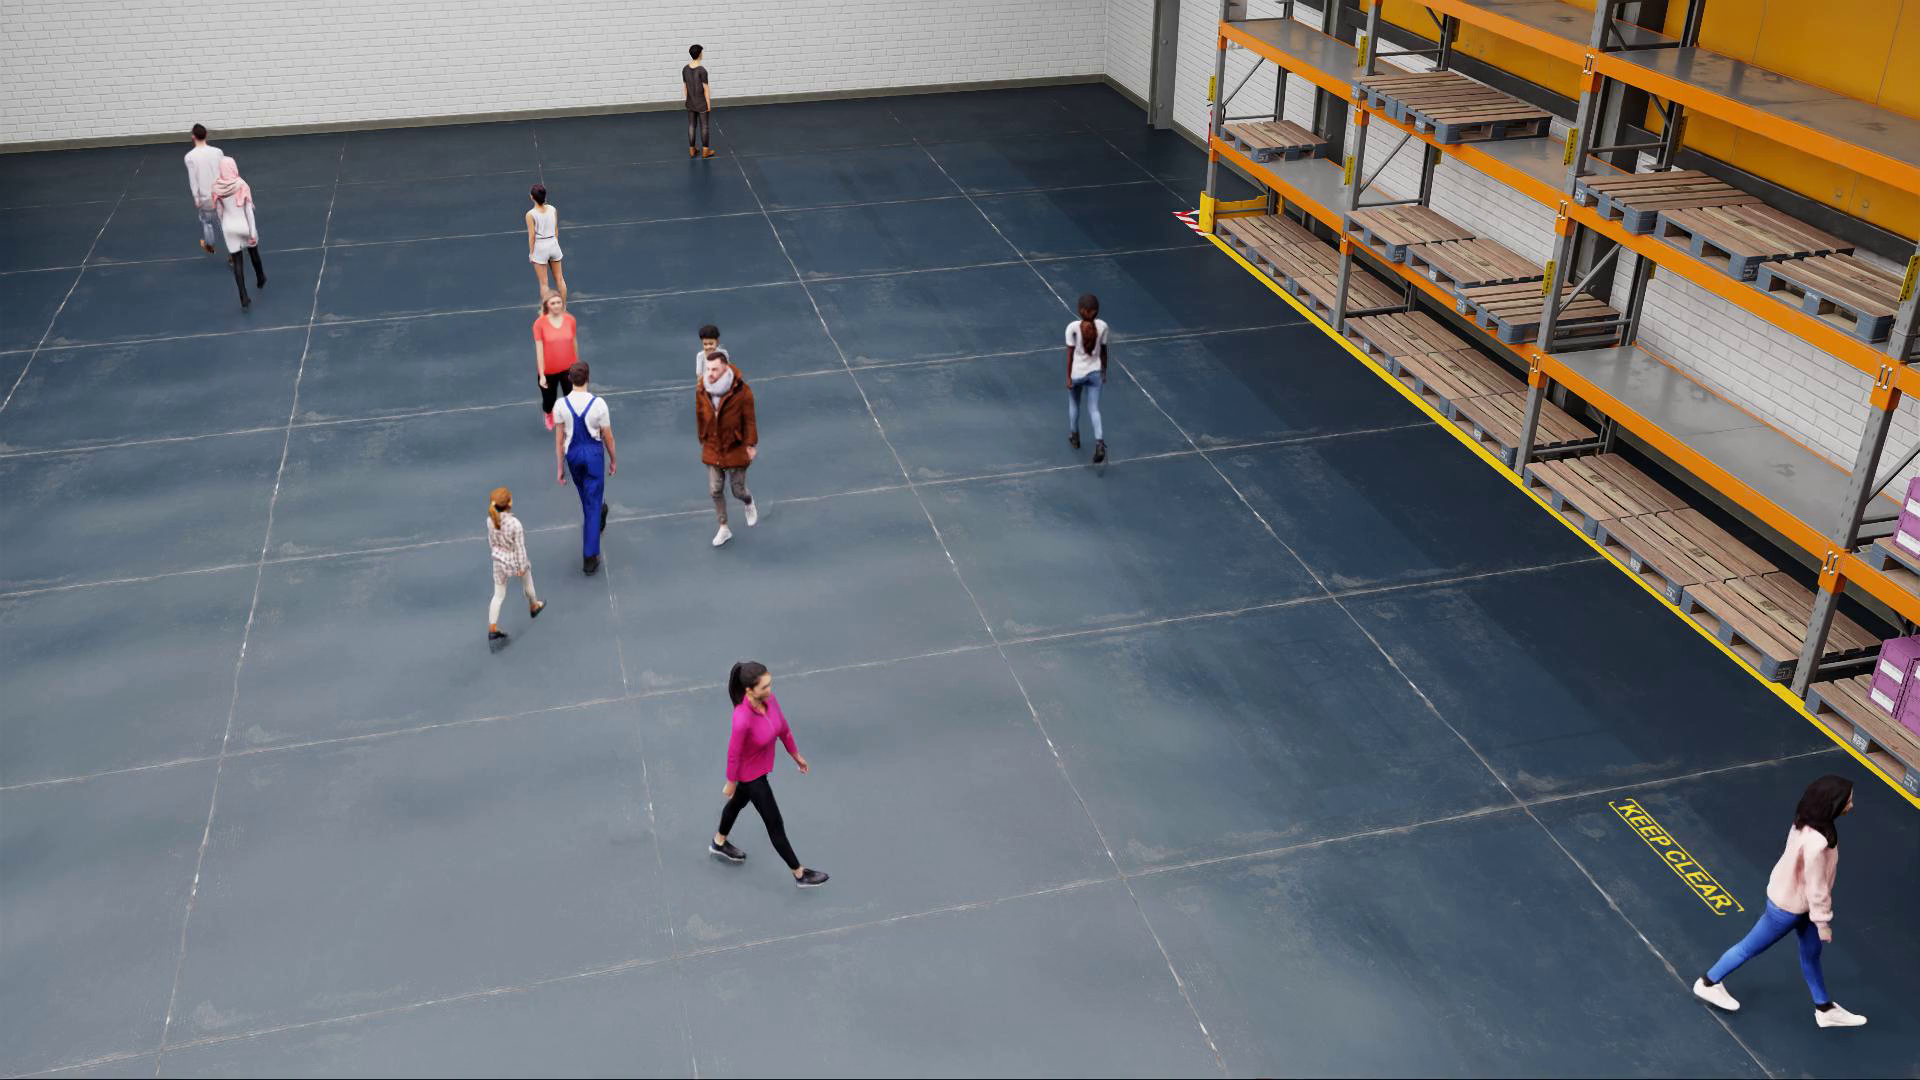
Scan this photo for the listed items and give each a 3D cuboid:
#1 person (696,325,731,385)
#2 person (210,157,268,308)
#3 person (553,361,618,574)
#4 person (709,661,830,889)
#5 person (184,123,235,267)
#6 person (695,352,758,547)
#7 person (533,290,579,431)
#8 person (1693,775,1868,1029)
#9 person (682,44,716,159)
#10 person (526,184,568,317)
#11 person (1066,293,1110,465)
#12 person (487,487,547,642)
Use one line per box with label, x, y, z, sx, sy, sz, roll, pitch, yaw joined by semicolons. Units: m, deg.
person;-2.483;-1.621;16.867;0.619;1.233;0.945;-5;29;-9
person;-8.734;-3.672;20.095;0.678;1.743;1.237;-5;29;-10
person;-3.265;-0.603;14.410;0.916;1.799;1.363;0;29;0
person;-1.415;1.480;10.752;1.071;1.645;1.155;9;30;17
person;-9.563;-4.387;21.354;1.060;1.793;1.255;-25;37;-38
person;-2.055;-0.840;14.820;0.909;1.822;0.993;6;29;11
person;-4.016;-1.686;16.524;0.711;1.676;1.076;-13;31;-22
person;4.686;2.075;9.586;1.213;1.716;1.142;17;33;28
person;-4.103;-6.856;25.965;0.687;1.711;0.733;13;31;23
person;-4.946;-3.463;19.857;0.695;1.604;0.660;25;38;38
person;1.260;-1.561;16.277;0.618;1.693;1.072;-6;29;-10
person;-3.690;0.216;13.454;0.899;1.275;1.042;10;30;18
